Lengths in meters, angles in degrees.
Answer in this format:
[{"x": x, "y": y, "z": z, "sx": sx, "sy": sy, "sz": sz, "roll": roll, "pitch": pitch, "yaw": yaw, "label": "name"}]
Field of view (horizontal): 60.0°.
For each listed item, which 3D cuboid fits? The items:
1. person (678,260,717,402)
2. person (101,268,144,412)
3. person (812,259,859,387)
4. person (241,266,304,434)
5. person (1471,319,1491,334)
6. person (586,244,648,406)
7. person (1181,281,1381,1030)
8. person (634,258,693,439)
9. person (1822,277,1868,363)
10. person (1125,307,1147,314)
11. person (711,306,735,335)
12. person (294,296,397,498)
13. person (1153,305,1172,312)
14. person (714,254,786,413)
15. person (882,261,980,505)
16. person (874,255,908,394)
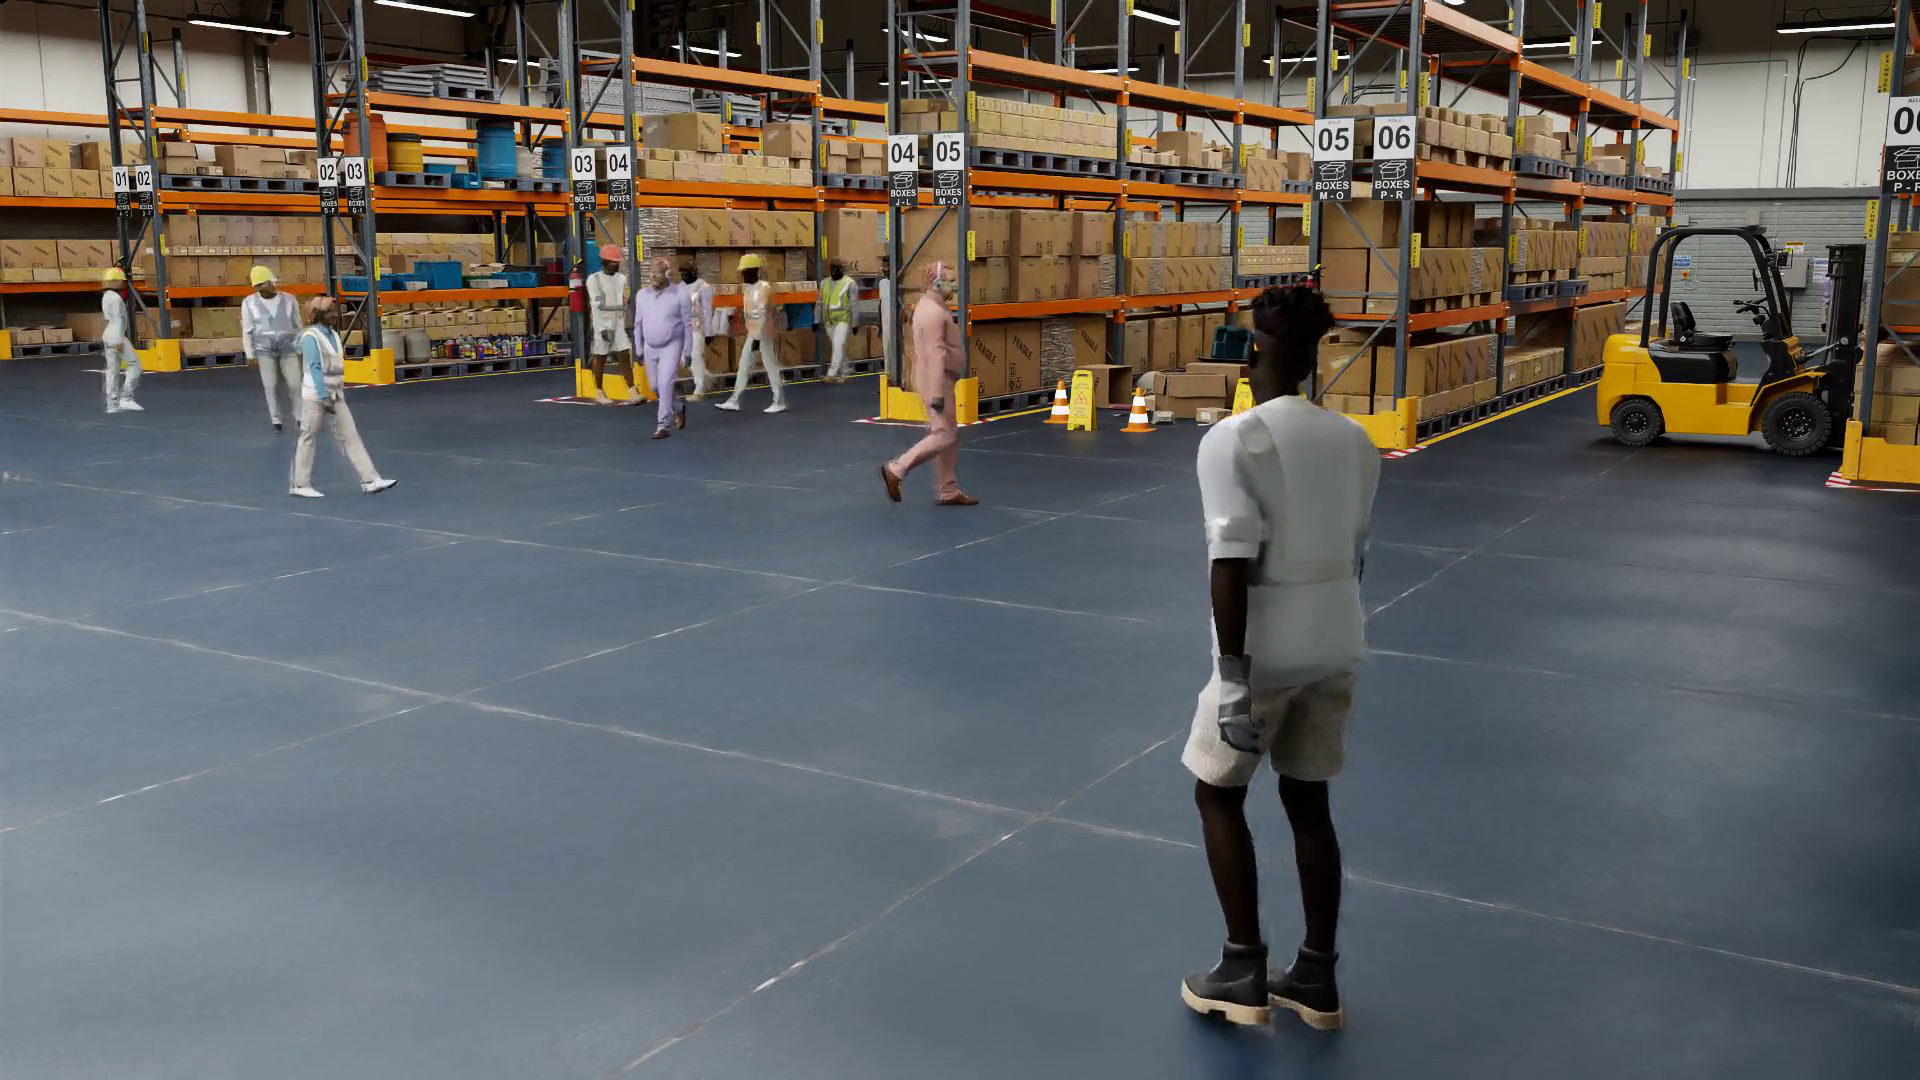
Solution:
[{"x": -3.393, "y": -2.683, "z": 21.373, "sx": 0.649, "sy": 1.811, "sz": 0.538, "roll": 10, "pitch": 14, "yaw": 43, "label": "person"}, {"x": -10.053, "y": -2.392, "z": 19.944, "sx": 0.516, "sy": 1.722, "sz": 0.519, "roll": -9, "pitch": 14, "yaw": -41, "label": "person"}, {"x": -1.806, "y": -3.082, "z": 23.644, "sx": 0.626, "sy": 1.796, "sz": 0.943, "roll": 7, "pitch": 12, "yaw": 34, "label": "person"}, {"x": -7.274, "y": -2.008, "z": 17.642, "sx": 0.620, "sy": 1.789, "sz": 0.461, "roll": -6, "pitch": 12, "yaw": -29, "label": "person"}, {"x": 9.960, "y": -4.605, "z": 31.714, "sx": 0.627, "sy": 1.961, "sz": 0.611, "roll": -5, "pitch": 11, "yaw": -25, "label": "person"}, {"x": -4.266, "y": -2.638, "z": 20.585, "sx": 0.948, "sy": 2.003, "sz": 0.612, "roll": 10, "pitch": 14, "yaw": 43, "label": "person"}, {"x": 0.858, "y": 0.298, "z": 4.335, "sx": 0.624, "sy": 1.923, "sz": 0.533, "roll": -6, "pitch": 12, "yaw": -30, "label": "person"}, {"x": -3.090, "y": -2.020, "z": 17.489, "sx": 0.638, "sy": 1.880, "sz": 0.818, "roll": 4, "pitch": 11, "yaw": 19, "label": "person"}, {"x": 12.658, "y": -3.173, "z": 23.817, "sx": 0.589, "sy": 1.921, "sz": 0.393, "roll": 2, "pitch": 10, "yaw": 10, "label": "person"}, {"x": 3.027, "y": -4.109, "z": 29.278, "sx": 0.860, "sy": 1.847, "sz": 0.529, "roll": -9, "pitch": 14, "yaw": -42, "label": "person"}, {"x": -3.826, "y": -3.744, "z": 27.135, "sx": 0.483, "sy": 1.870, "sz": 0.607, "roll": -7, "pitch": 12, "yaw": -35, "label": "person"}, {"x": -4.951, "y": -1.117, "z": 13.184, "sx": 0.846, "sy": 1.600, "sz": 0.519, "roll": 2, "pitch": 10, "yaw": 9, "label": "person"}, {"x": 3.588, "y": -3.980, "z": 28.491, "sx": 1.008, "sy": 1.854, "sz": 0.607, "roll": -9, "pitch": 13, "yaw": -40, "label": "person"}, {"x": -2.479, "y": -2.428, "z": 19.694, "sx": 0.927, "sy": 1.882, "sz": 0.608, "roll": -7, "pitch": 12, "yaw": -33, "label": "person"}, {"x": -0.218, "y": -1.177, "z": 12.700, "sx": 0.682, "sy": 1.887, "sz": 0.658, "roll": -1, "pitch": 10, "yaw": -4, "label": "person"}, {"x": -0.906, "y": -2.863, "z": 22.221, "sx": 0.528, "sy": 1.865, "sz": 0.313, "roll": 8, "pitch": 13, "yaw": 38, "label": "person"}]
